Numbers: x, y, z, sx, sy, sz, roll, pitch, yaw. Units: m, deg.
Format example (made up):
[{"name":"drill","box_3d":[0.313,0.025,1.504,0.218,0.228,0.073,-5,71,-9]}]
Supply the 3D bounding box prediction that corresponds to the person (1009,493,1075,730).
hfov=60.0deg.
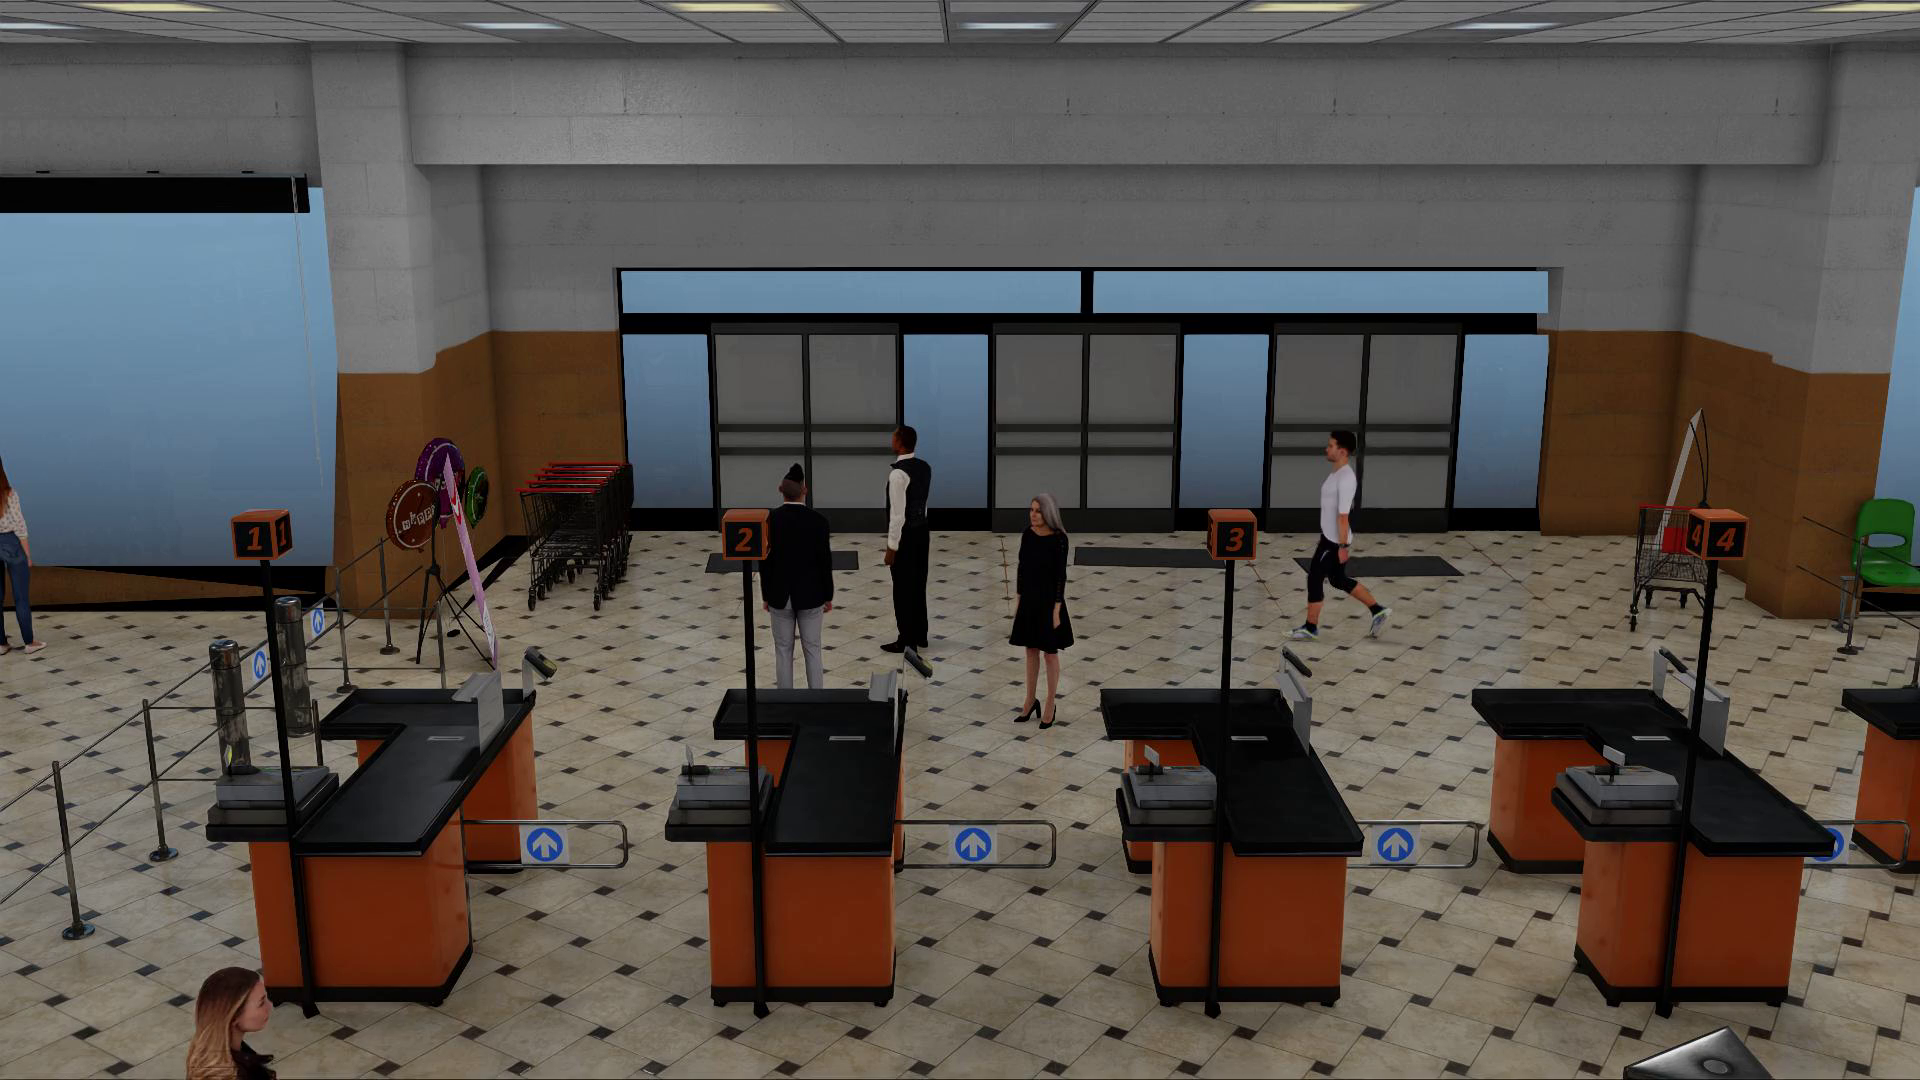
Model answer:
[{"name":"person","box_3d":[0.587,0.508,12.143,0.698,1.747,0.749,12,18,40]}]

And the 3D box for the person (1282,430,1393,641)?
[{"name":"person","box_3d":[3.269,-0.012,14.119,0.875,1.824,1.139,2,14,9]}]

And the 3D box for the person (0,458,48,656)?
[{"name":"person","box_3d":[-7.975,0.102,13.854,0.583,1.728,0.518,-1,14,-4]}]

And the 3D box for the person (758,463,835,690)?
[{"name":"person","box_3d":[-1.205,0.380,12.239,0.686,1.950,0.567,0,14,0]}]

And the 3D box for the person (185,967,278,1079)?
[{"name":"person","box_3d":[-2.417,2.193,5.359,0.970,1.670,1.047,-6,15,-24]}]

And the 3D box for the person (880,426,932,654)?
[{"name":"person","box_3d":[-0.433,-0.010,13.913,0.836,1.919,0.703,7,15,27]}]
